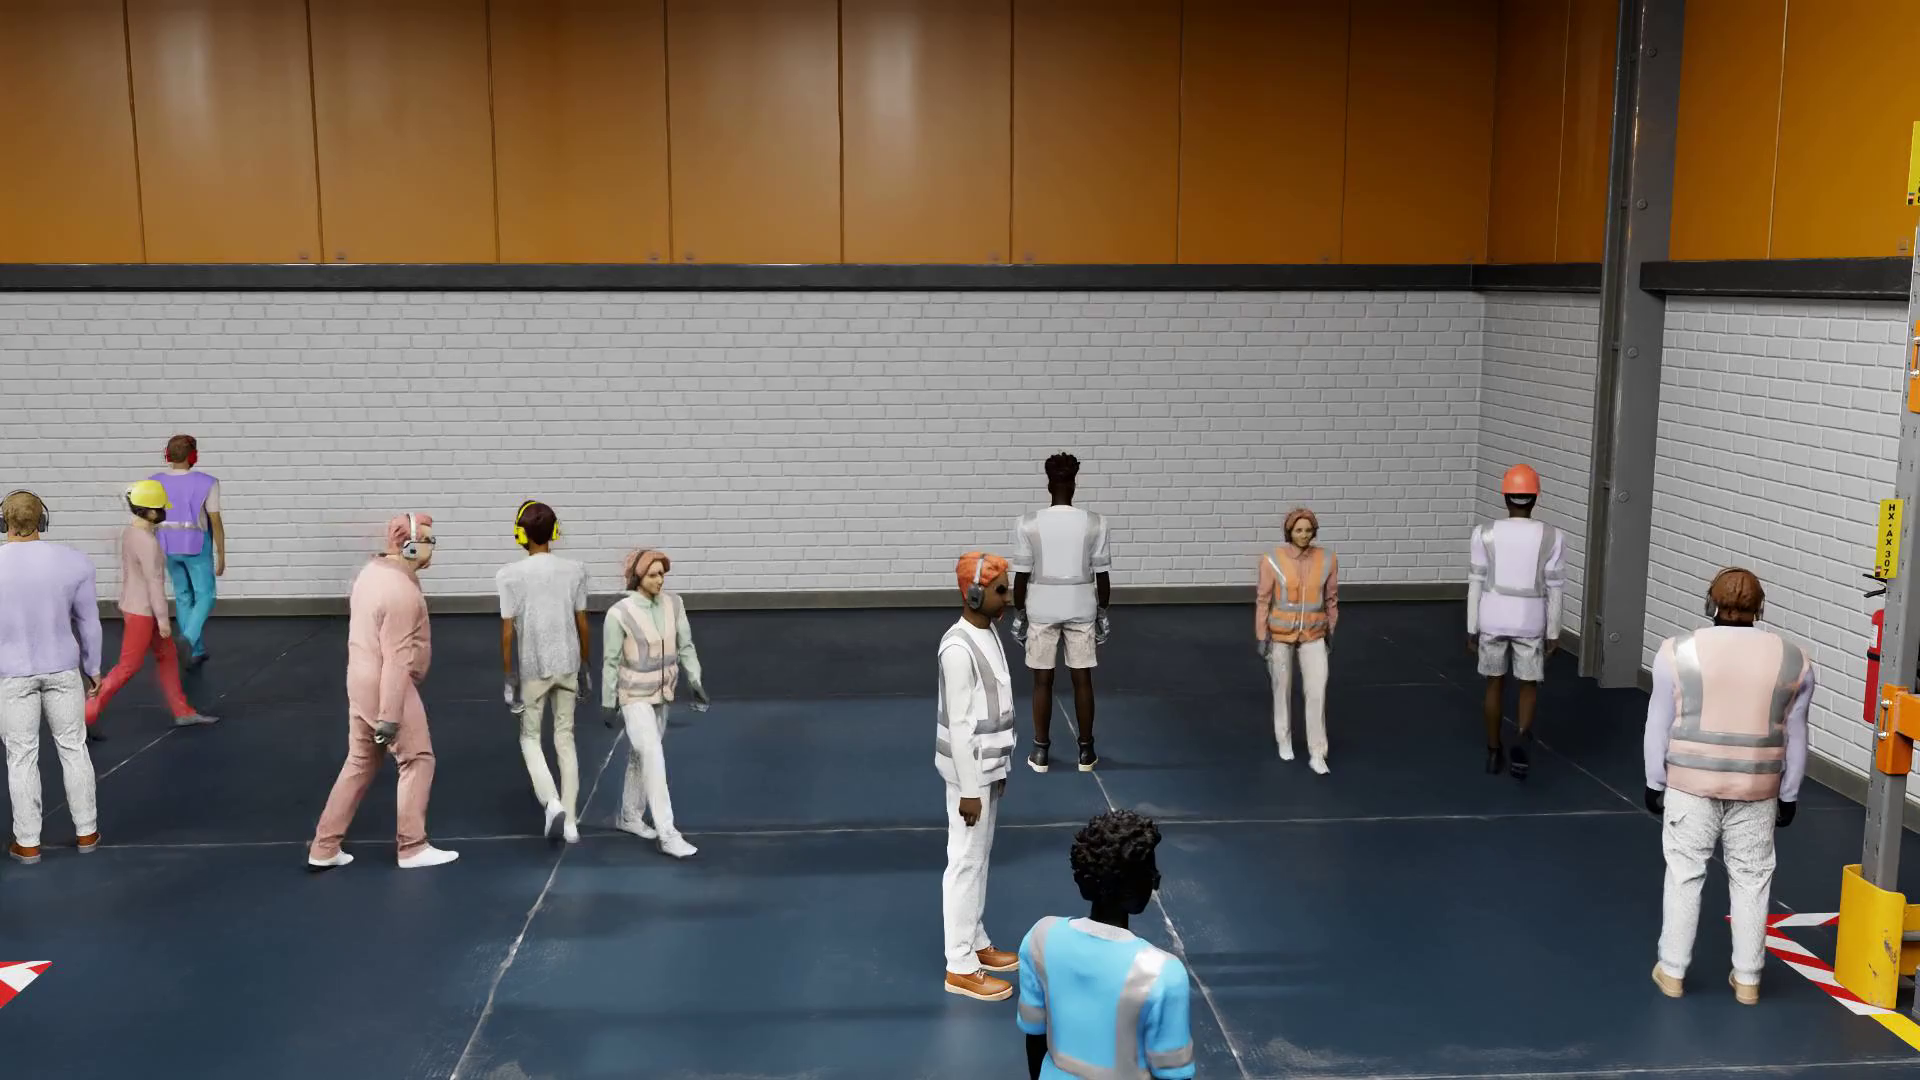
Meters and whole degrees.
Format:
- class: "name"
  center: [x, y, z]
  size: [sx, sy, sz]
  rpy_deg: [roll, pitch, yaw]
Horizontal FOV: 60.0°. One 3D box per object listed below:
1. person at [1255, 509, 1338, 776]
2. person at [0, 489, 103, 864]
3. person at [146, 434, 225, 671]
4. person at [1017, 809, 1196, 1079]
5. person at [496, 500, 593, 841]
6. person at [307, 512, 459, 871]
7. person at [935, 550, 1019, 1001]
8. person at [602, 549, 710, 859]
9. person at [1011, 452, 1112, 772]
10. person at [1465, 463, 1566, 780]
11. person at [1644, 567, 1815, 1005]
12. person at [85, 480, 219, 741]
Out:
- class: "person"
  center: [2.072, 0.621, 10.155]
  size: [0.536, 1.601, 0.784]
  rpy_deg: [0, 9, -1]
- class: "person"
  center: [-4.786, 0.702, 8.624]
  size: [0.634, 1.938, 0.355]
  rpy_deg: [-7, 11, -36]
- class: "person"
  center: [-5.939, 0.107, 12.740]
  size: [0.569, 1.826, 0.718]
  rpy_deg: [0, 9, -2]
- class: "person"
  center: [0.379, 1.519, 4.250]
  size: [0.531, 1.697, 0.322]
  rpy_deg: [8, 12, 43]
- class: "person"
  center: [-2.172, 0.720, 8.814]
  size: [0.498, 1.853, 0.499]
  rpy_deg: [-5, 10, -27]
- class: "person"
  center: [-2.979, 0.790, 8.403]
  size: [0.702, 1.853, 0.657]
  rpy_deg: [-7, 11, -37]
- class: "person"
  center: [0.079, 0.980, 7.052]
  size: [0.355, 1.885, 0.575]
  rpy_deg: [2, 9, 11]
- class: "person"
  center: [-1.569, 0.852, 8.741]
  size: [0.804, 1.604, 0.521]
  rpy_deg: [6, 11, 33]
- class: "person"
  center: [0.619, 0.443, 10.169]
  size: [0.613, 1.962, 0.364]
  rpy_deg: [0, 9, -1]
- class: "person"
  center: [3.302, 0.509, 9.930]
  size: [0.550, 1.922, 0.620]
  rpy_deg: [3, 10, 19]
- class: "person"
  center: [3.186, 1.022, 6.958]
  size: [0.630, 1.836, 0.429]
  rpy_deg: [2, 9, 14]
- class: "person"
  center: [-5.393, 0.460, 10.855]
  size: [0.885, 1.715, 0.540]
  rpy_deg: [-7, 11, -37]
